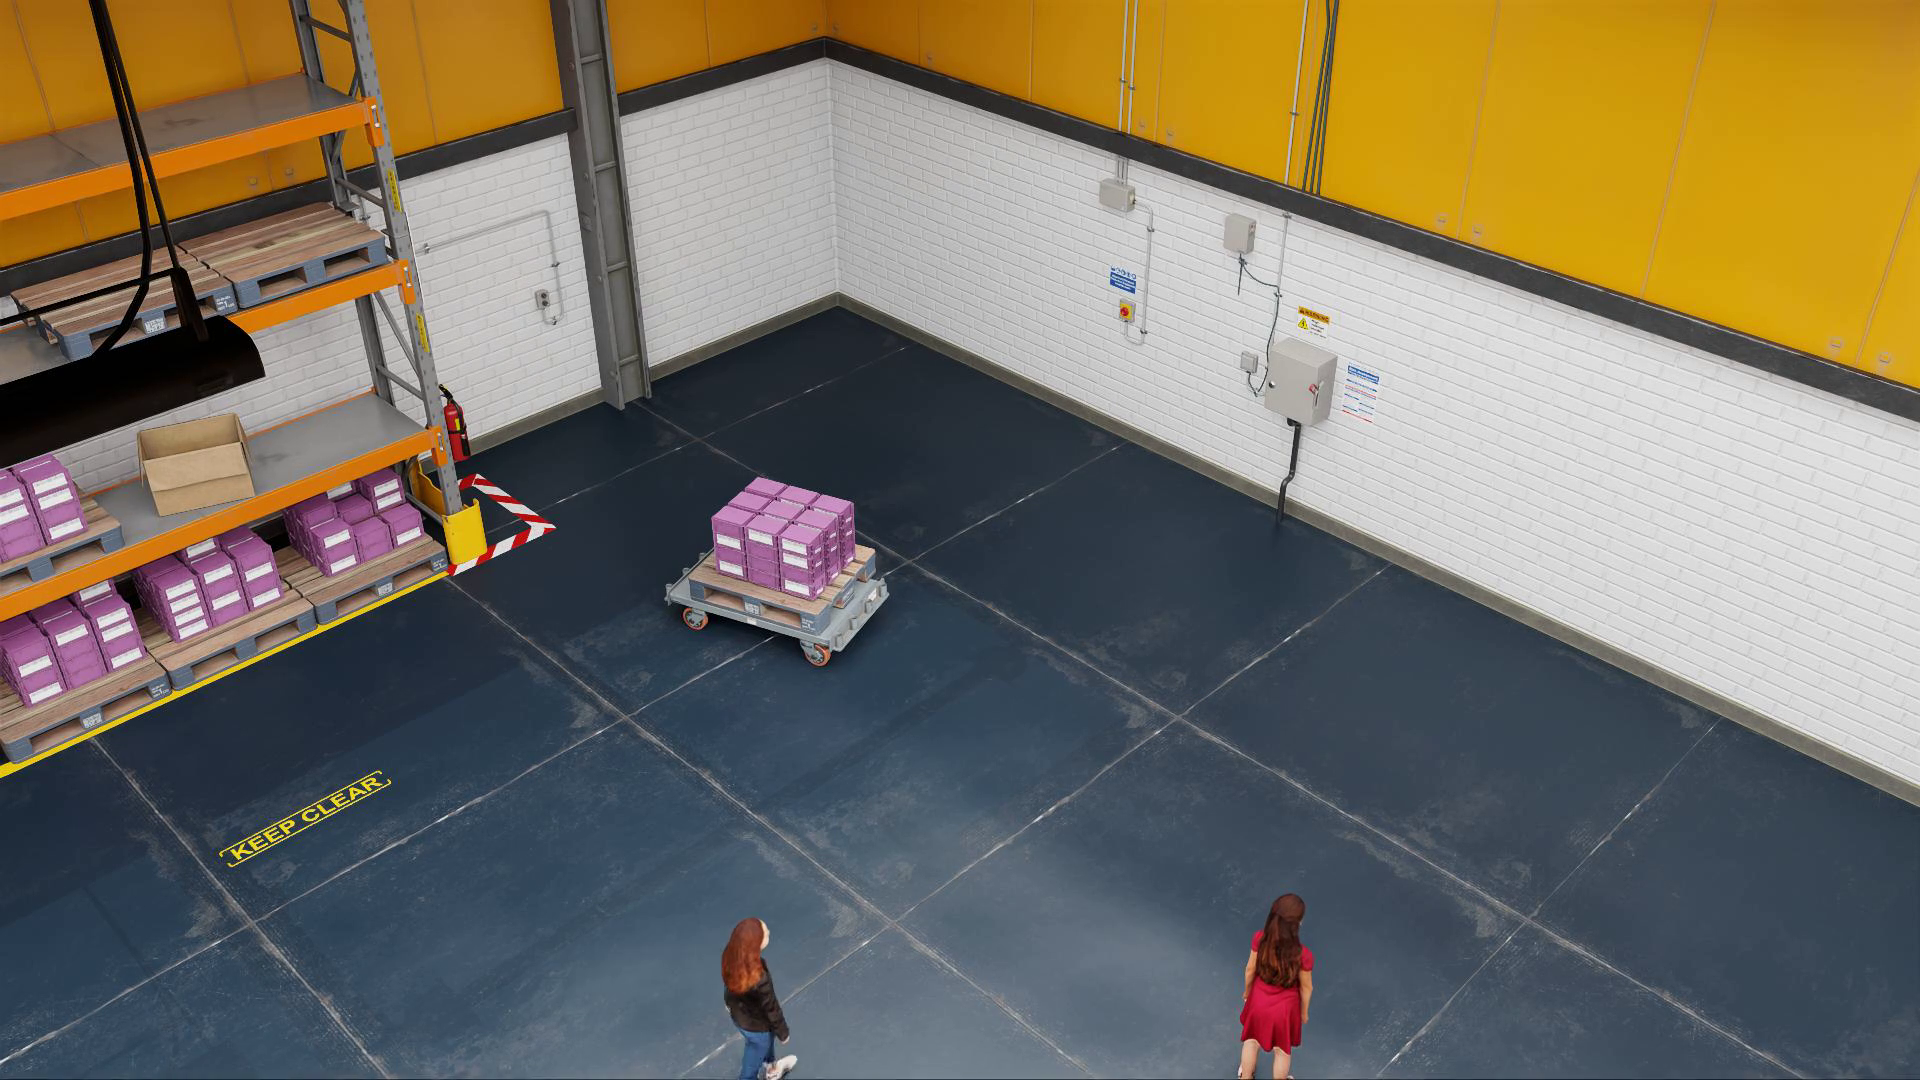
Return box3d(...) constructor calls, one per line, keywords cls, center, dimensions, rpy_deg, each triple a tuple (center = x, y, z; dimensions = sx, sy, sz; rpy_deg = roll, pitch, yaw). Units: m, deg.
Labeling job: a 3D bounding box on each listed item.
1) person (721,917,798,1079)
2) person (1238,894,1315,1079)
box3d(cls="person", center=(-1.231, 2.721, 9.404), dimensions=(0.730, 1.467, 0.640), rpy_deg=(-22, 40, -30))
box3d(cls="person", center=(1.793, 2.621, 9.478), dimensions=(0.626, 1.552, 0.685), rpy_deg=(15, 37, 22))
